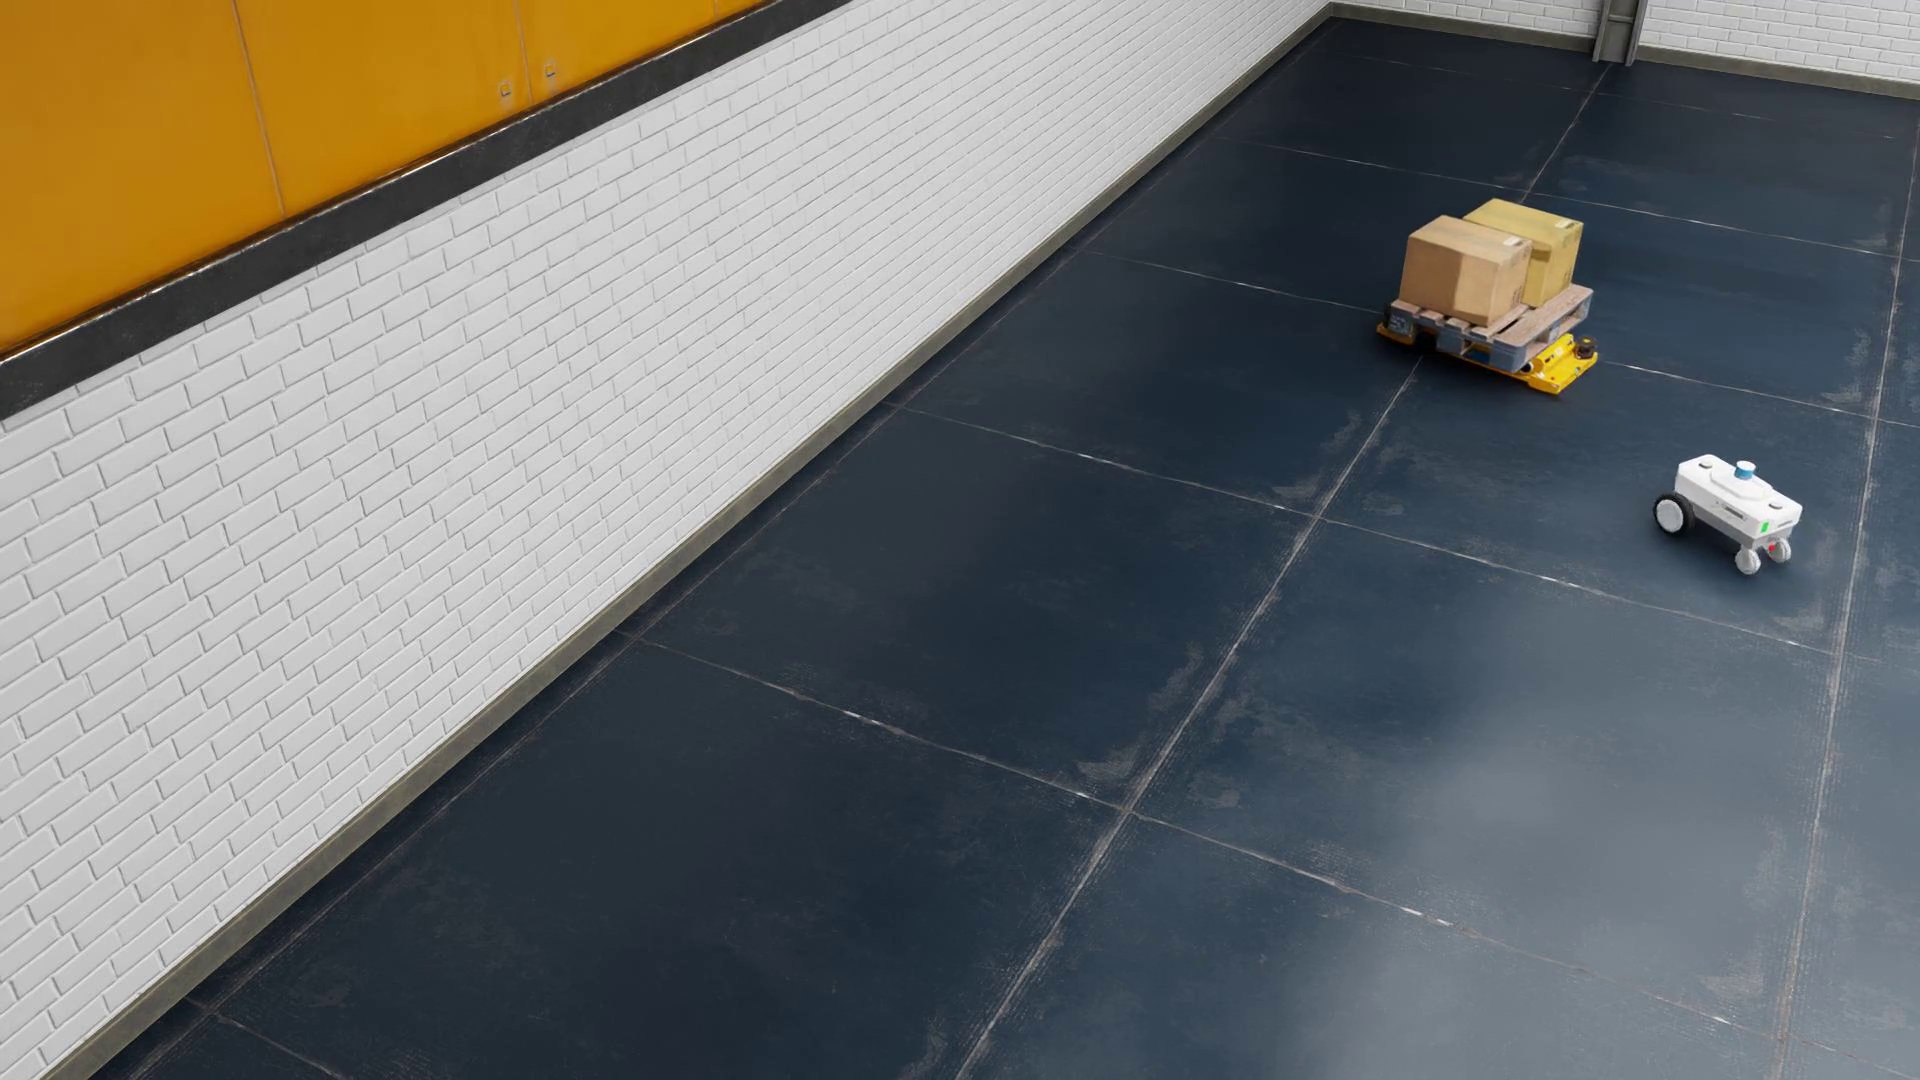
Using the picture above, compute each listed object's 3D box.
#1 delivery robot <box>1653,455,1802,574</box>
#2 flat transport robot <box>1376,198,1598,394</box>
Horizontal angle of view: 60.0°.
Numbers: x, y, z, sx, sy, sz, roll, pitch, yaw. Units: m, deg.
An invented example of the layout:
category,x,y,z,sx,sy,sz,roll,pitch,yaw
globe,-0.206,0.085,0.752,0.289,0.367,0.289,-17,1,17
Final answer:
category,x,y,z,sx,sy,sz,roll,pitch,yaw
delivery robot,4.645,-0.198,10.033,0.499,0.614,0.818,-16,37,-23
flat transport robot,3.853,-1.479,12.177,1.431,0.231,0.659,26,42,33
